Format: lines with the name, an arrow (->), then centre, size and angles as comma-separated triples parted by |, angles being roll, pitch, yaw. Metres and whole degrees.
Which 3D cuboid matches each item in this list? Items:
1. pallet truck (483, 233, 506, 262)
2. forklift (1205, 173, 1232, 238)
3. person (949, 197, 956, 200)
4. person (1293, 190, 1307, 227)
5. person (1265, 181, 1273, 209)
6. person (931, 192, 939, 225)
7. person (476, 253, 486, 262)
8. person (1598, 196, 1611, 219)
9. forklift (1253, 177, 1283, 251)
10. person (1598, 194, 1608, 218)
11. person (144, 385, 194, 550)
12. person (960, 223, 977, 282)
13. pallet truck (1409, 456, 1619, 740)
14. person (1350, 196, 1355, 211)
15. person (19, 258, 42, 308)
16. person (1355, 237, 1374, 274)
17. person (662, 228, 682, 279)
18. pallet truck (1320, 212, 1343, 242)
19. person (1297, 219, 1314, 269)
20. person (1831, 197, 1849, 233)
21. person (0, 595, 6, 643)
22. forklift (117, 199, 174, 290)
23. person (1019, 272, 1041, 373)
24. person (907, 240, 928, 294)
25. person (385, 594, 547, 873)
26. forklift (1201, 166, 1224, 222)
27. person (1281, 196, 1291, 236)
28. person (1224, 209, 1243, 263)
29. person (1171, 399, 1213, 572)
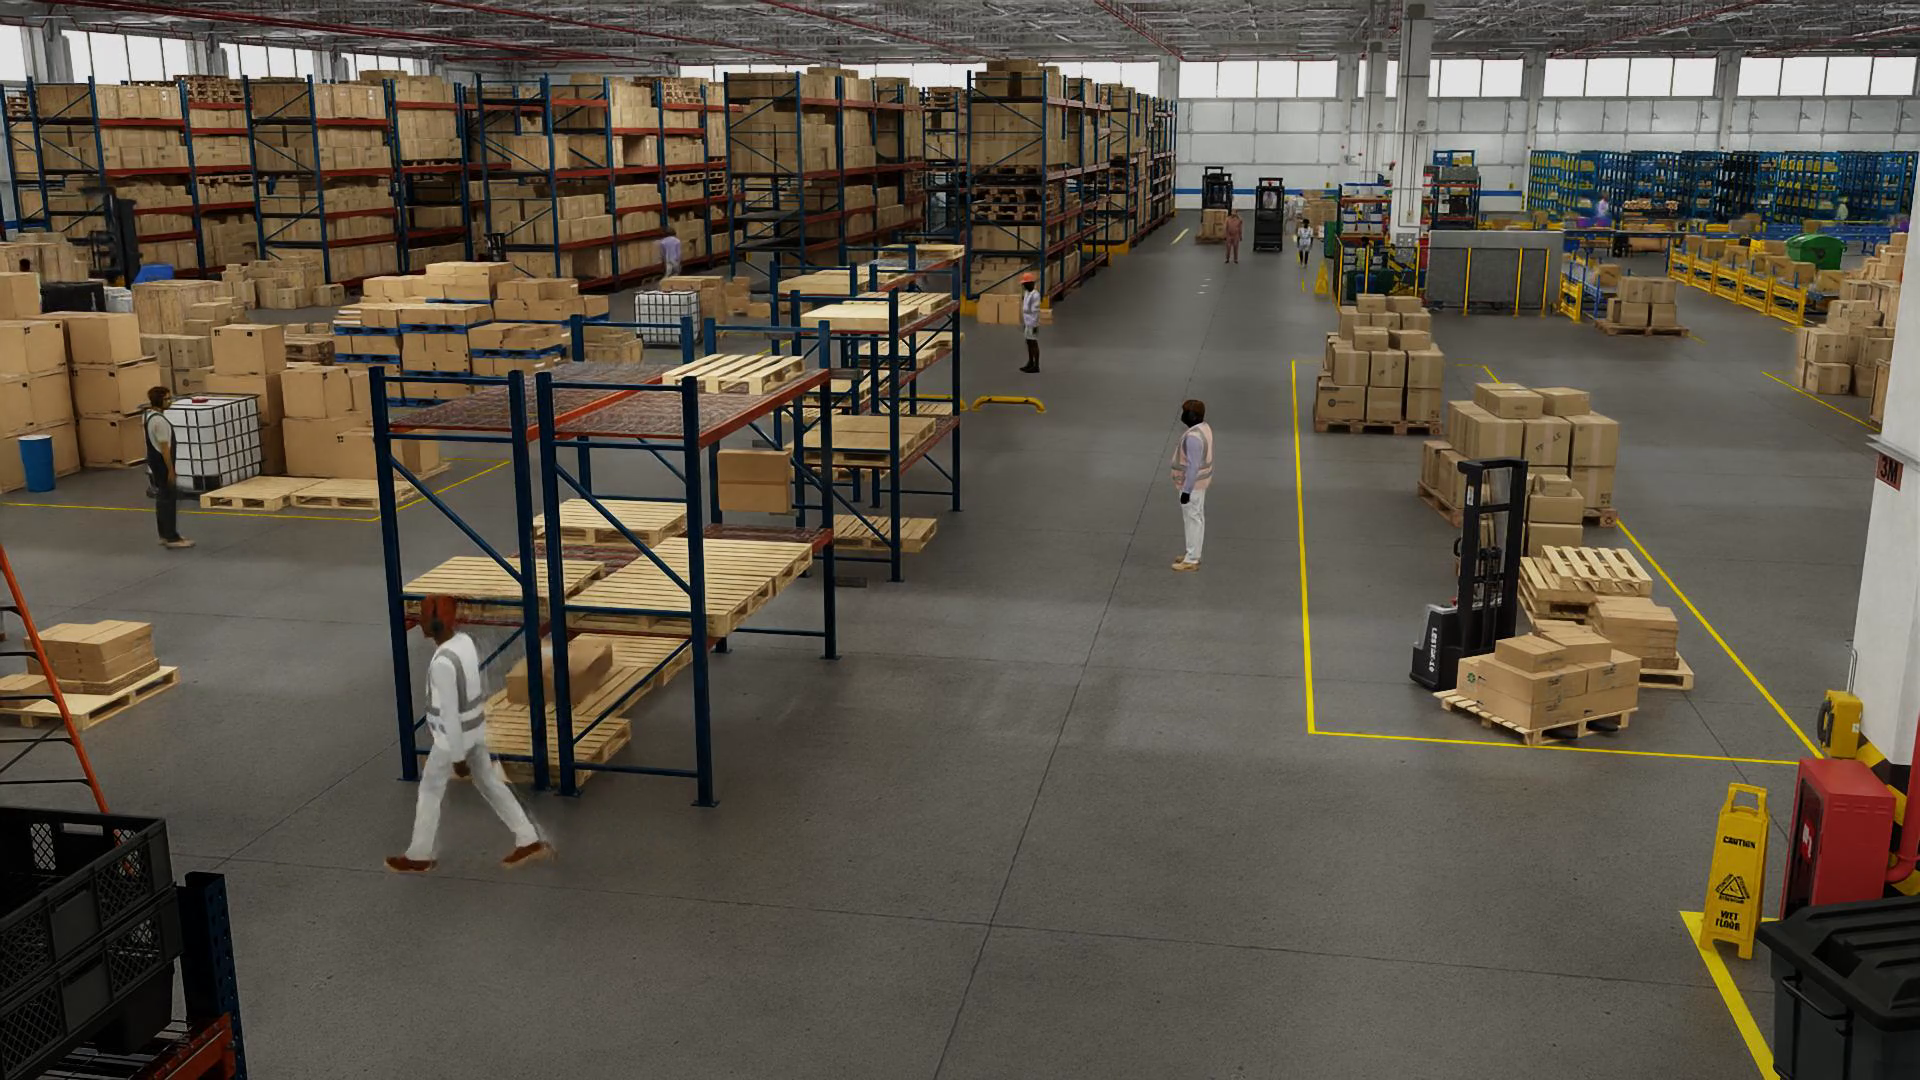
pallet truck -> -11.832, -7.026, 43.548 | 1.885, 1.965, 0.823 | 8, 16, 28
forklift -> 11.195, -14.412, 71.718 | 1.129, 2.768, 1.873 | 3, 14, 10
person -> -0.484, -18.986, 92.472 | 0.634, 1.824, 0.695 | -2, 14, -8
person -> 15.709, -15.189, 76.837 | 0.641, 1.921, 0.563 | 2, 14, 6
person -> 17.104, -18.925, 91.976 | 0.542, 1.939, 0.364 | -12, 18, -39
person -> -1.312, -16.522, 82.524 | 0.627, 1.795, 0.476 | -8, 16, -30
person -> -11.751, -6.211, 40.890 | 0.405, 1.675, 0.553 | 5, 15, 19
person -> 28.128, -14.041, 72.428 | 0.924, 1.797, 0.569 | 0, 14, -1
forklift -> 12.083, -12.747, 64.956 | 1.129, 2.768, 1.873 | 3, 14, 10
person -> 28.288, -14.326, 73.401 | 0.554, 1.891, 0.666 | 3, 14, 13
person -> -8.910, -0.815, 18.644 | 0.327, 1.843, 0.514 | -11, 18, -37
person -> 0.294, -8.897, 51.331 | 0.402, 1.906, 0.652 | -12, 18, -41
pallet truck -> 4.504, 0.400, 13.395 | 0.823, 1.965, 1.885 | -6, 15, -23
person -> 20.666, -17.782, 87.765 | 0.485, 1.734, 0.349 | -10, 17, -35
person -> -20.306, -5.235, 36.500 | 0.821, 1.890, 0.585 | -3, 14, -12
person -> 11.388, -7.711, 46.943 | 0.532, 1.698, 0.319 | 8, 16, 31
person -> -8.243, -8.007, 47.757 | 0.646, 1.890, 1.029 | 4, 15, 18
pallet truck -> 15.874, -13.227, 70.310 | 0.680, 1.201, 1.601 | 10, 17, 35
person -> 11.709, -10.043, 56.454 | 0.553, 1.663, 0.769 | 3, 14, 13
person -> 38.221, -13.978, 72.154 | 0.571, 1.815, 0.597 | 4, 14, 17
person -> -8.992, 0.008, 15.144 | 0.375, 1.932, 0.624 | -11, 17, -37
forklift -> -22.146, -7.687, 44.414 | 1.873, 2.768, 1.129 | -9, 17, -33
person -> 1.357, -4.213, 32.250 | 0.376, 1.935, 0.550 | -5, 15, -19
person -> -1.165, -6.670, 42.274 | 0.816, 1.924, 0.671 | 13, 19, 41
person -> -3.117, 1.218, 10.429 | 1.000, 1.839, 0.574 | 1, 14, 4
forklift -> 12.929, -17.649, 84.858 | 1.129, 2.768, 1.873 | 3, 14, 10
person -> 14.371, -14.370, 73.791 | 0.619, 1.799, 0.460 | 3, 14, 11
person -> 9.684, -10.775, 58.953 | 0.639, 1.911, 0.406 | 2, 14, 10
person -> 2.459, -0.585, 17.717 | 0.429, 1.844, 0.624 | 4, 14, 17
